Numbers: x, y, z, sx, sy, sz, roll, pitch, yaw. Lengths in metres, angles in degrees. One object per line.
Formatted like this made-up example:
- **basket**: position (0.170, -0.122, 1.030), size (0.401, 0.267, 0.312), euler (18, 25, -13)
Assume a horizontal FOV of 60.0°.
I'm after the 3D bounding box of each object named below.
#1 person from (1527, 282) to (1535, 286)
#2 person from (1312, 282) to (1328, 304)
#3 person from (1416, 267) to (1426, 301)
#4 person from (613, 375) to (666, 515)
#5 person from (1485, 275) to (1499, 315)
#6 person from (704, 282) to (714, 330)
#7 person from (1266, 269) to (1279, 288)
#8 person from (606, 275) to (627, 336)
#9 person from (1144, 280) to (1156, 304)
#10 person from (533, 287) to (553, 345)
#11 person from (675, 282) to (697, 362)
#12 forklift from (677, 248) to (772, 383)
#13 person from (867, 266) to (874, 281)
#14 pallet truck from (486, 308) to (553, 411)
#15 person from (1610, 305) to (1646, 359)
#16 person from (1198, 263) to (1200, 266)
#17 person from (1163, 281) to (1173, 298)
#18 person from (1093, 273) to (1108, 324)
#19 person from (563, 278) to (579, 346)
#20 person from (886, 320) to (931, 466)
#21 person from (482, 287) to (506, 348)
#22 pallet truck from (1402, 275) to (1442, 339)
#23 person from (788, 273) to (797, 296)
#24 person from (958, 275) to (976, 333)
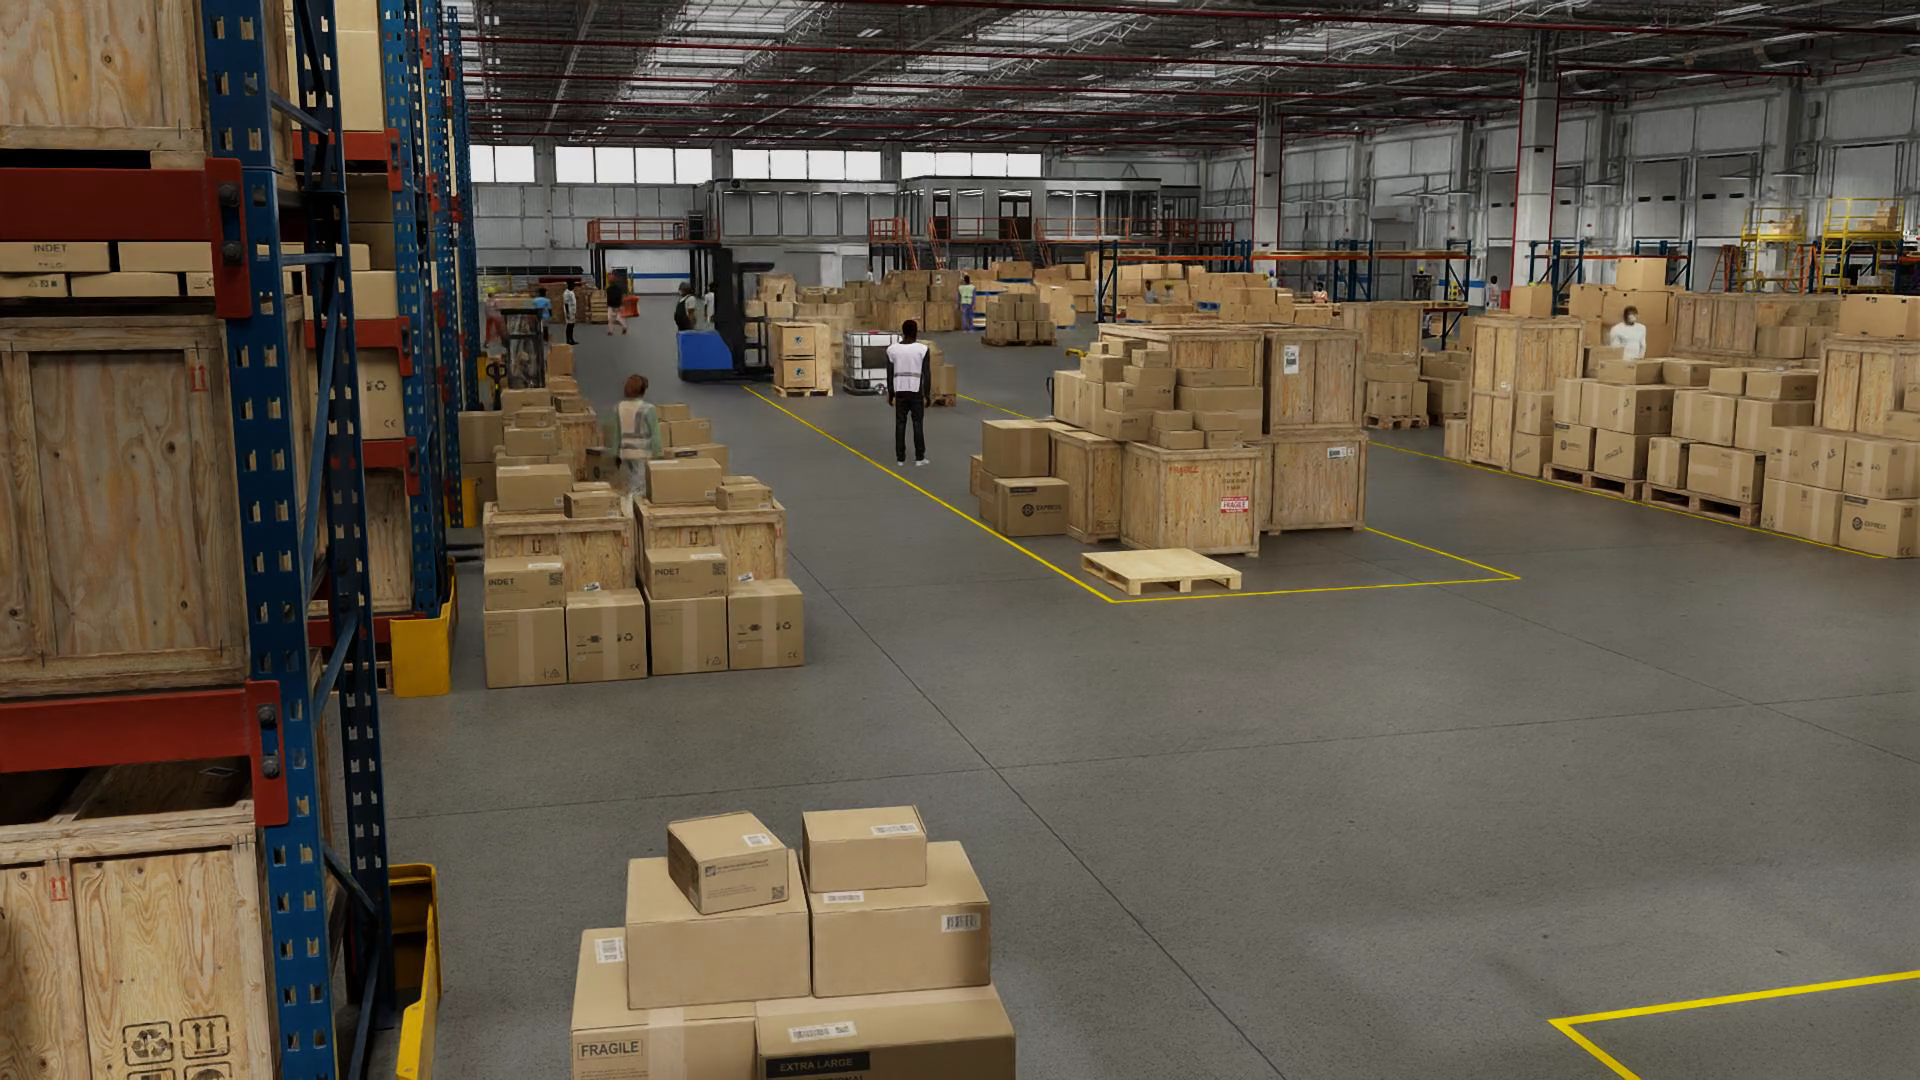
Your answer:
- **person**: position (15.259, -5.951, 44.635), size (0.597, 1.900, 0.524), euler (-3, 10, -16)
- **person**: position (11.968, -7.735, 55.355), size (0.533, 1.690, 0.321), euler (5, 11, 25)
- **person**: position (20.944, -11.436, 75.628), size (0.368, 1.927, 0.589), euler (-8, 13, -38)
- **person**: position (-3.123, -0.809, 16.342), size (0.518, 1.619, 0.575), euler (7, 12, 36)
- **person**: position (18.824, -8.418, 58.784), size (0.621, 1.845, 0.429), euler (-7, 12, -36)
- **person**: position (-7.015, -6.358, 47.076), size (0.503, 1.858, 0.394), euler (-6, 12, -32)
- **person**: position (12.554, -9.927, 67.025), size (0.615, 1.945, 0.405), euler (-6, 11, -29)
- **person**: position (-11.094, -7.552, 53.516), size (0.615, 1.971, 0.784), euler (4, 11, 20)
- **person**: position (5.998, -7.254, 52.271), size (0.502, 1.827, 0.985), euler (8, 13, 37)
- **person**: position (-12.096, -6.485, 48.286), size (0.546, 1.679, 0.375), euler (0, 10, 2)
- **person**: position (-6.741, -5.406, 41.162), size (0.648, 2.000, 0.733), euler (-6, 12, -32)
- **forklift**: position (-5.001, -4.740, 35.015), size (1.873, 2.768, 1.129), euler (-3, 10, -15)
- **person**: position (-4.481, -12.778, 83.350), size (0.337, 1.882, 0.585), euler (-5, 11, -26)
- **pallet truck**: position (-6.242, -2.418, 24.362), size (0.823, 1.965, 1.885), euler (1, 10, 3)
- **person**: position (10.850, -2.847, 27.009), size (0.650, 1.918, 0.454), euler (-2, 10, -11)
- **person**: position (13.031, -14.152, 90.816), size (0.624, 1.992, 0.390), euler (-4, 11, -20)
- **person**: position (7.024, -7.923, 56.403), size (0.912, 1.691, 0.508), euler (-2, 10, -9)
- **person**: position (5.186, -8.951, 61.523), size (0.636, 1.939, 0.358), euler (10, 14, 44)
- **person**: position (-11.303, -6.616, 48.259), size (0.364, 1.959, 0.602), euler (1, 10, 4)
- **person**: position (-0.672, -1.924, 21.811), size (0.590, 1.913, 0.399), euler (3, 10, 14)
- **person**: position (-13.260, -6.331, 47.309), size (0.540, 1.728, 0.897), euler (4, 11, 20)
- **pallet truck**: position (14.620, -7.324, 52.145), size (0.823, 1.965, 1.885), euler (8, 13, 40)
- **person**: position (-6.271, -8.893, 61.352), size (0.568, 1.883, 0.985), euler (-5, 11, -27)
- **person**: position (0.237, -7.859, 55.436), size (0.593, 1.926, 0.431), euler (1, 10, 7)
